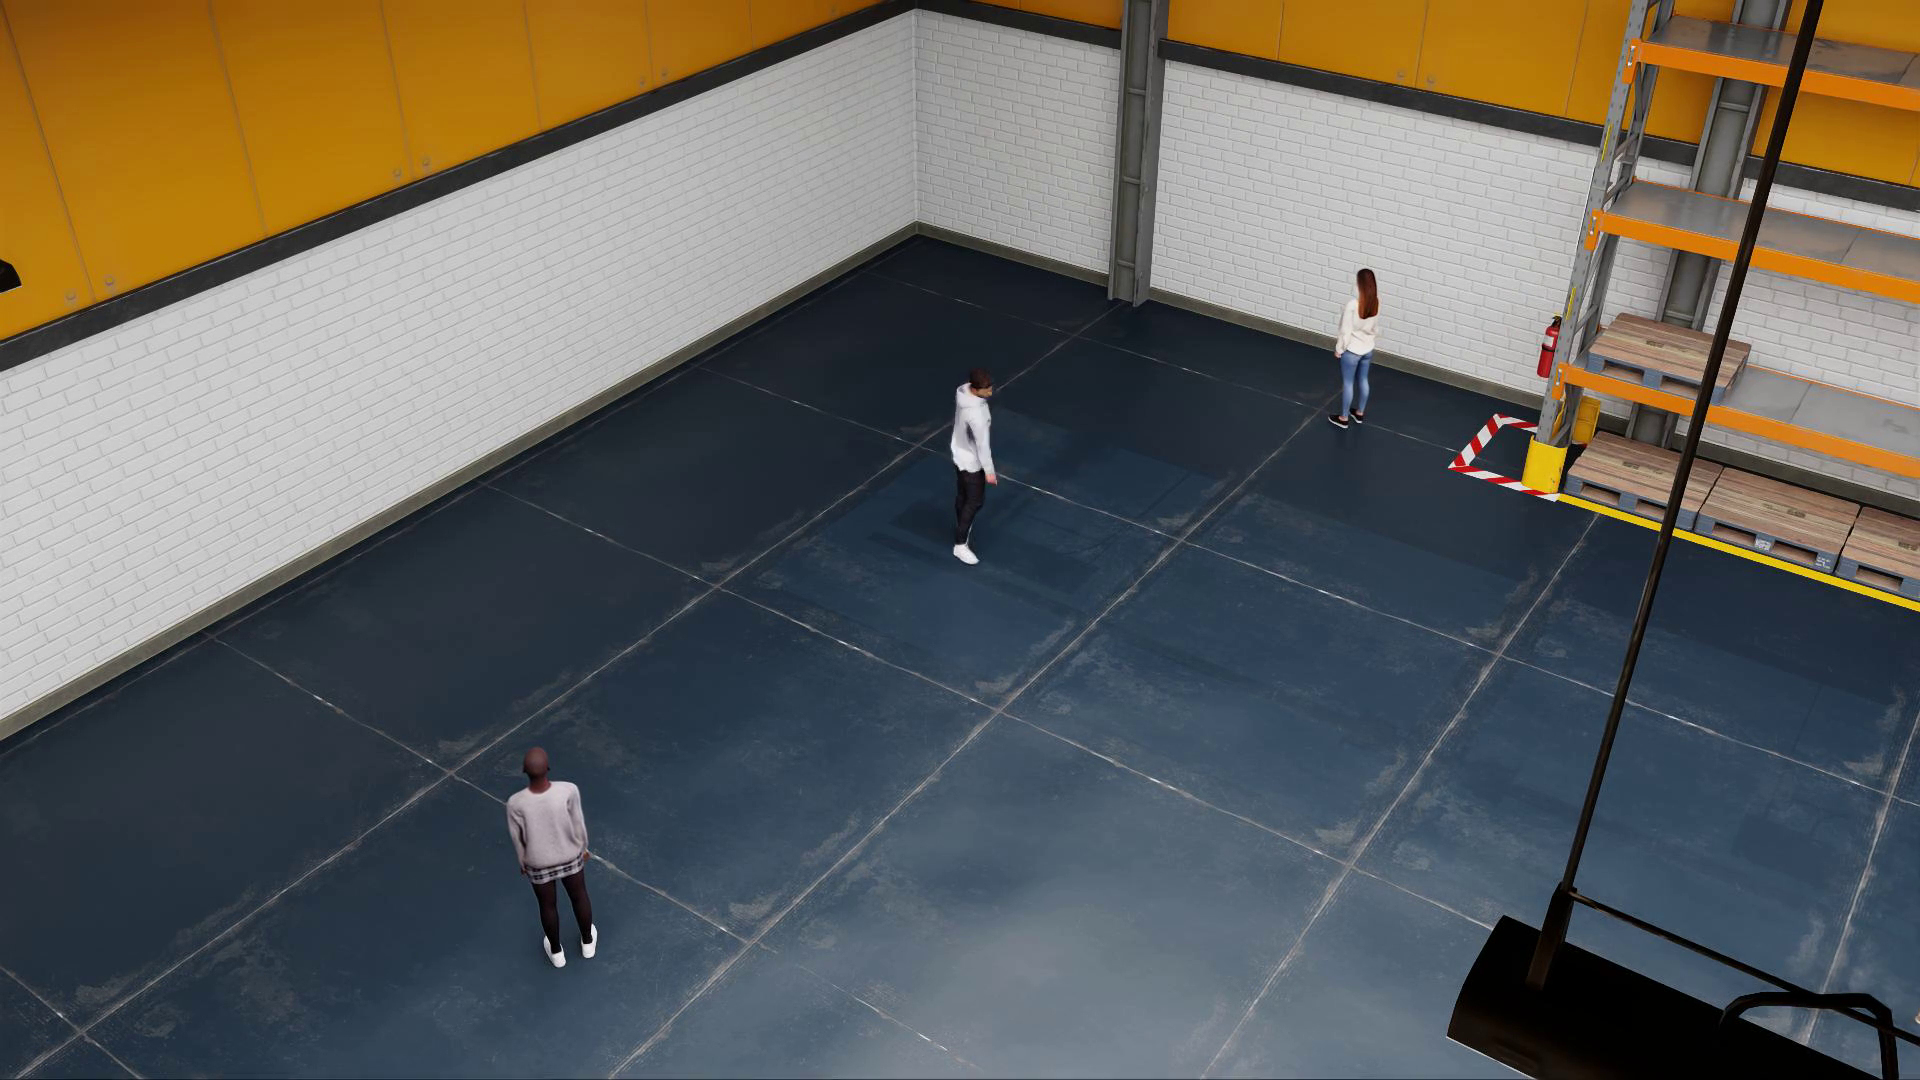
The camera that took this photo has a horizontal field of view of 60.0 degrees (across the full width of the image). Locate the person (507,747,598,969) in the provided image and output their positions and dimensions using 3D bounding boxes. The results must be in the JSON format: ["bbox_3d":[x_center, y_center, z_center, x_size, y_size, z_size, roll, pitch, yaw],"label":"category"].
[{"bbox_3d":[-2.599,2.022,10.636,0.700,1.772,0.720,-12,35,-17],"label":"person"}]

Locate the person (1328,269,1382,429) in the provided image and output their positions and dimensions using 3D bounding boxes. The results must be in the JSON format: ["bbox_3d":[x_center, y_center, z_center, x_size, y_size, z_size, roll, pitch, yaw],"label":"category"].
[{"bbox_3d":[3.980,-1.921,16.637,0.703,1.694,0.710,-15,36,-21],"label":"person"}]

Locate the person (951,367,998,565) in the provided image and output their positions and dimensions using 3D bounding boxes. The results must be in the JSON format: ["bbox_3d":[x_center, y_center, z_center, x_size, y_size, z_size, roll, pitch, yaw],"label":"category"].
[{"bbox_3d":[0.055,-0.763,14.703,0.988,1.907,0.873,-18,38,-25],"label":"person"}]
